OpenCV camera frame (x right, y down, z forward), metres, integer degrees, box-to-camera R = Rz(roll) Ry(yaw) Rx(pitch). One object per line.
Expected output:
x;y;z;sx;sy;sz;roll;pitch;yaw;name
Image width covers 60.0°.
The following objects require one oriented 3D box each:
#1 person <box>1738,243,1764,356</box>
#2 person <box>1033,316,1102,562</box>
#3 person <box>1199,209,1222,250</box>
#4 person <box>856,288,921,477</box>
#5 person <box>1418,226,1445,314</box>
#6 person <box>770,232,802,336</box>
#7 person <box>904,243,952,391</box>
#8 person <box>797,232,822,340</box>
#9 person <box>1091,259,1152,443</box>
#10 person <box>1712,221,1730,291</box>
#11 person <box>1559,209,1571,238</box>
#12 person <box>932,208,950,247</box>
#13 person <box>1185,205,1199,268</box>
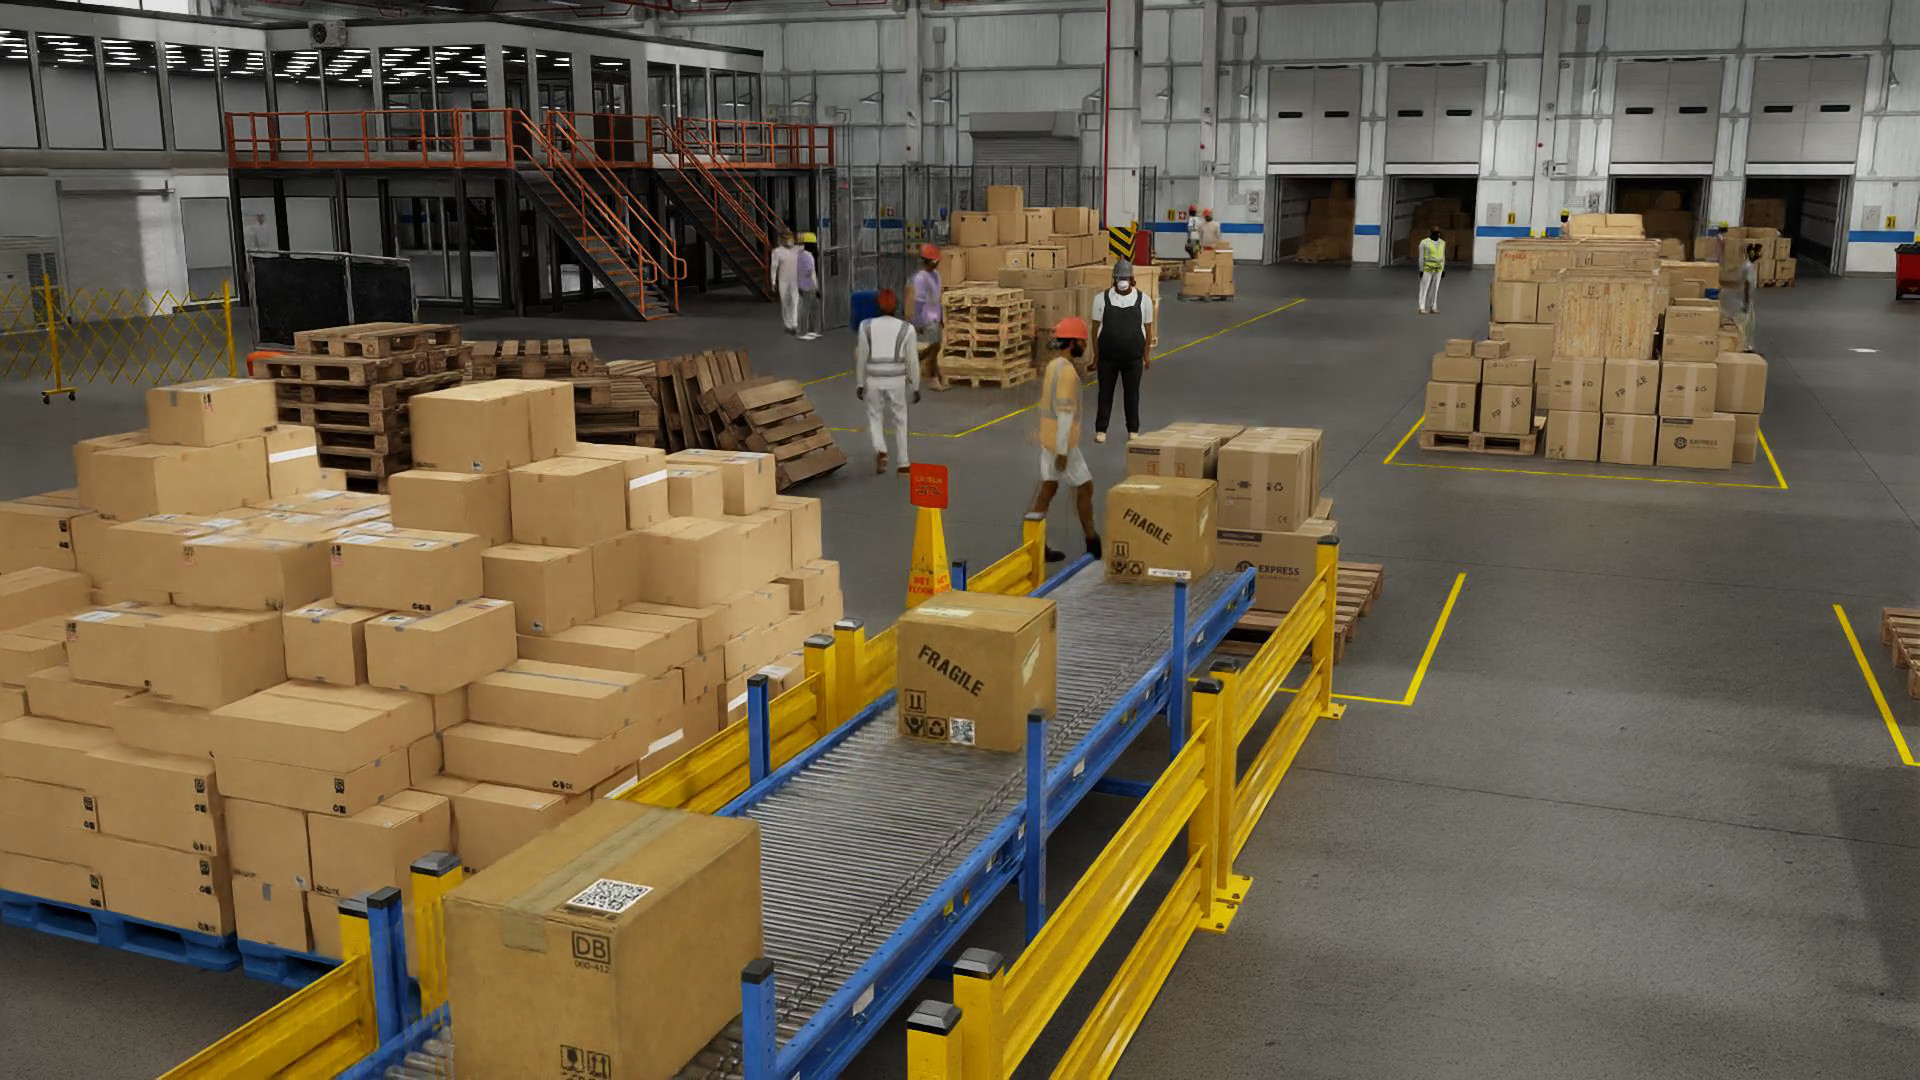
12.786;-3.921;27.120;0.675;1.851;0.515;7;14;28;person
0.907;-0.763;12.811;0.874;1.901;0.577;-3;13;-12;person
6.854;-8.082;45.516;0.629;1.957;0.681;6;14;27;person
-0.703;-1.525;16.295;0.648;1.872;0.488;2;13;7;person
9.924;-5.664;34.957;0.619;1.838;0.430;-4;13;-17;person
-3.130;-4.684;30.447;0.665;1.873;1.021;-1;13;-5;person
-0.457;-3.056;22.840;0.710;2.023;0.630;4;13;19;person
-2.628;-4.514;29.623;0.630;1.905;0.630;-5;13;-20;person
1.789;-2.082;18.424;0.672;2.000;0.536;1;13;3;person
18.819;-7.053;41.395;0.550;1.753;0.528;4;13;19;person
16.577;-8.102;45.686;0.366;1.926;0.592;6;14;24;person
-0.471;-8.284;46.447;0.605;1.951;0.381;1;13;2;person
7.199;-9.347;51.282;0.499;1.918;0.560;8;15;33;person
